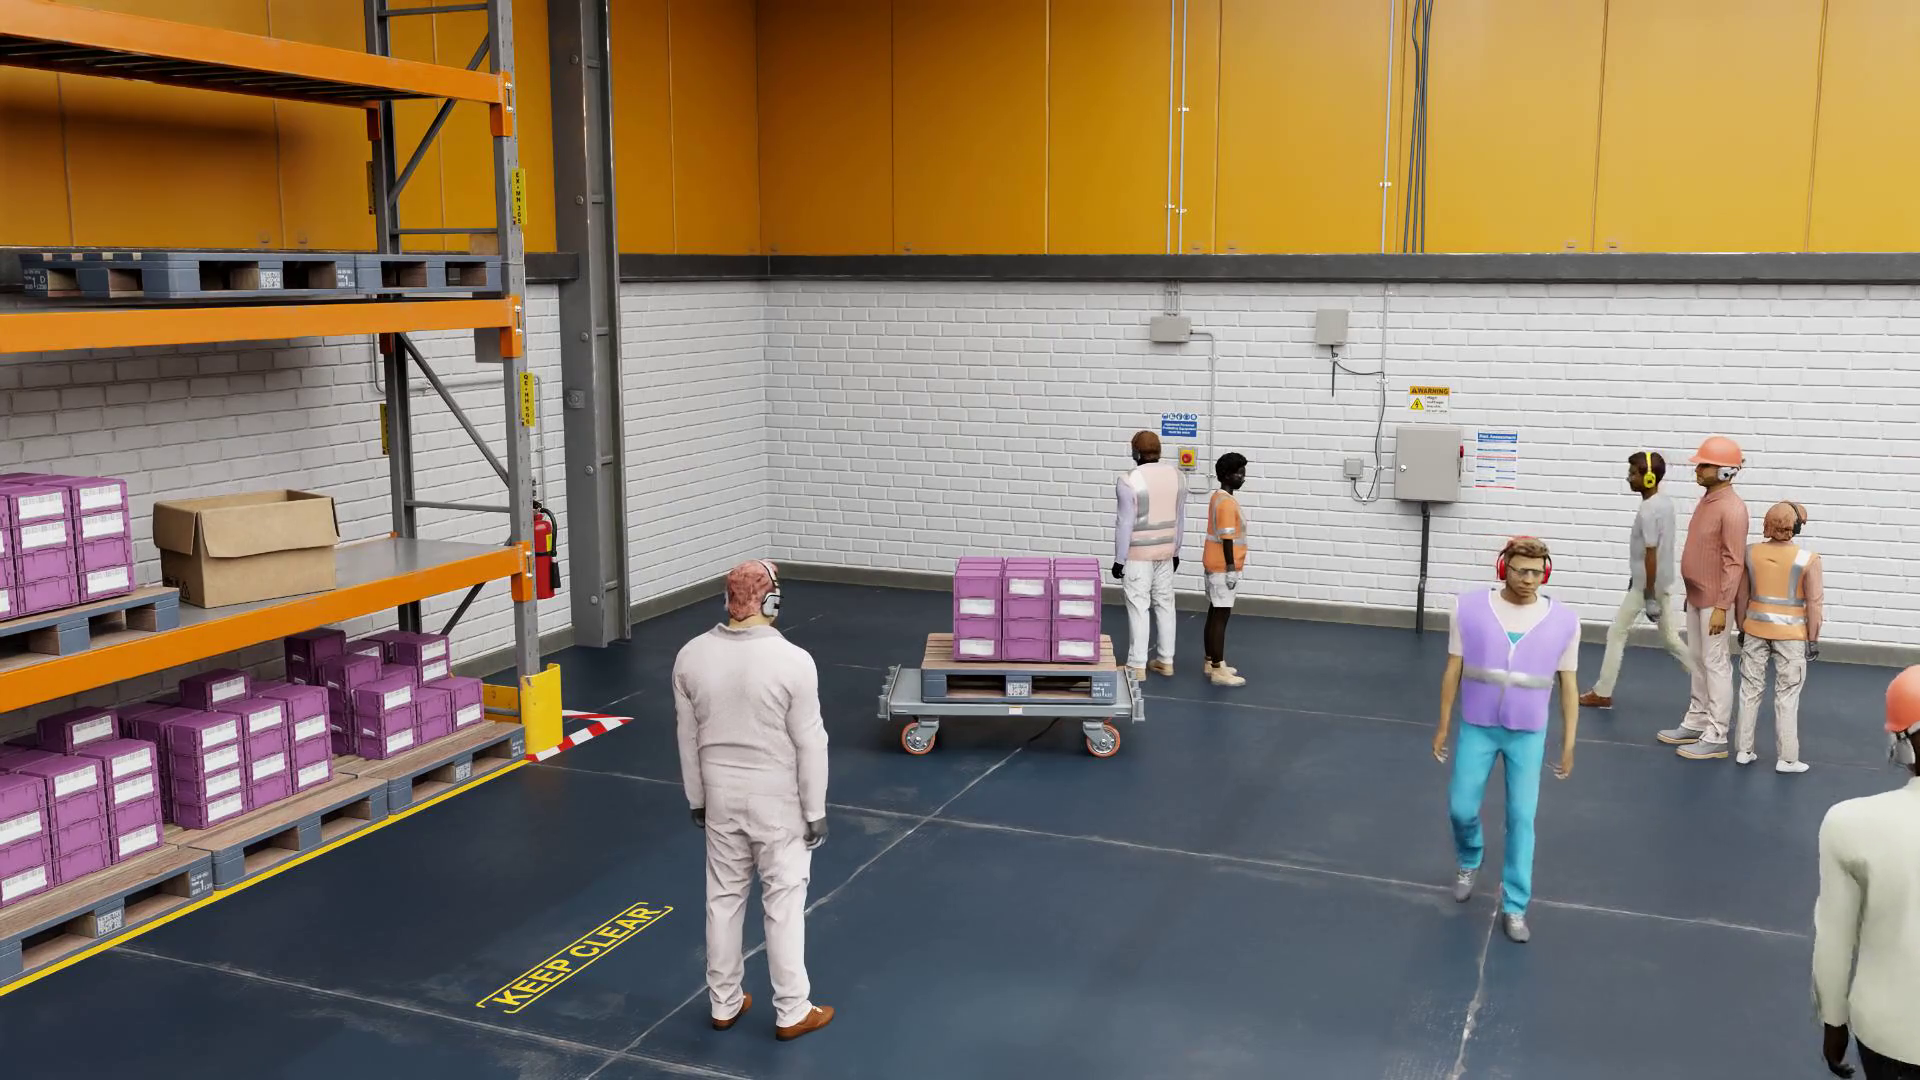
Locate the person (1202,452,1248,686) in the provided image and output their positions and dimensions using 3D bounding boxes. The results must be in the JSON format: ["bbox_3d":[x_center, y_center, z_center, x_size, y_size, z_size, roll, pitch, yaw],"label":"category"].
[{"bbox_3d":[1.928,0.204,12.098,0.320,1.692,0.531,0,9,1],"label":"person"}]

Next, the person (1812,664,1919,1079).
[{"bbox_3d":[2.650,1.317,4.514,0.640,1.967,0.465,6,11,30],"label":"person"}]

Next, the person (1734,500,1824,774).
[{"bbox_3d":[4.895,0.581,9.974,0.308,1.641,0.511,-8,12,-39],"label":"person"}]

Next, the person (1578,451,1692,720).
[{"bbox_3d":[4.656,0.306,11.121,0.999,1.816,0.531,9,13,42],"label":"person"}]

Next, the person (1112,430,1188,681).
[{"bbox_3d":[1.367,0.110,12.228,0.630,1.840,0.429,-6,11,-33],"label":"person"}]

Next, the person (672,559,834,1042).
[{"bbox_3d":[-0.790,1.017,6.545,0.638,1.903,0.409,4,10,22],"label":"person"}]

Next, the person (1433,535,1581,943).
[{"bbox_3d":[2.488,0.876,7.597,0.628,1.831,0.534,3,10,16],"label":"person"}]

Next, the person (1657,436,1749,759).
[{"bbox_3d":[4.637,0.350,10.297,0.375,1.997,0.611,1,9,4],"label":"person"}]
